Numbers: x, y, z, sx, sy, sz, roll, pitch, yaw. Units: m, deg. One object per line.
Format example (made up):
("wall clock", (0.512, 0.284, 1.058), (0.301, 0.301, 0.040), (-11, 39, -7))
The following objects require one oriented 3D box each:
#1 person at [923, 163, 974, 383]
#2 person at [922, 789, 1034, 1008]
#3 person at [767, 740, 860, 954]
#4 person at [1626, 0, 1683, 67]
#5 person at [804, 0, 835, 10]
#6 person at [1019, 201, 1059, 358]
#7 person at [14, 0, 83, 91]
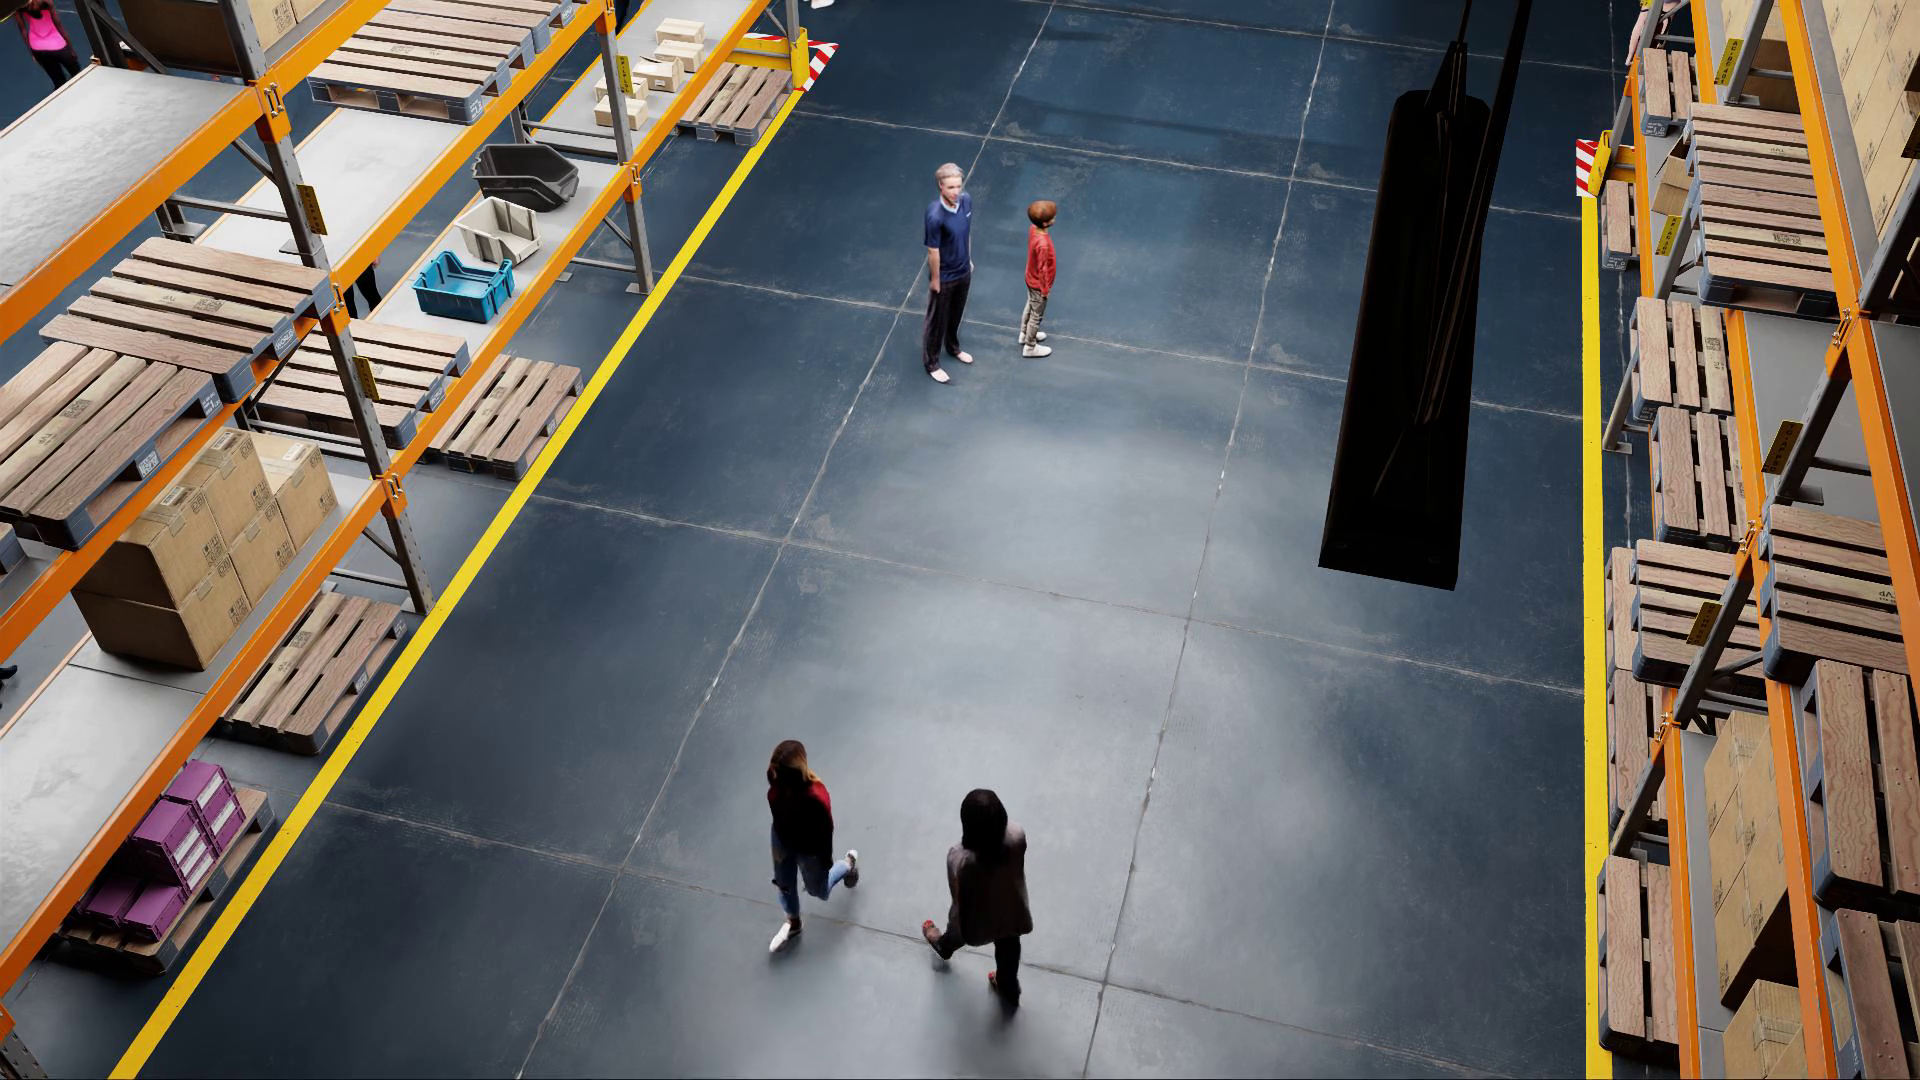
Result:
("person", (-0.098, -2.142, 13.144), (0.804, 1.870, 0.659), (31, 52, 28))
("person", (0.200, 2.008, 9.001), (0.987, 1.576, 1.022), (-26, 49, -25))
("person", (-0.845, 1.652, 9.345), (0.800, 1.617, 1.025), (27, 50, 25))
("person", (7.151, -5.625, 16.875), (0.679, 1.767, 0.702), (33, 53, 30))
("person", (-1.606, -6.586, 17.982), (0.772, 1.632, 0.713), (-24, 49, -23))
("person", (0.627, -2.121, 13.454), (0.648, 1.413, 0.537), (-7, 44, -7))
("person", (-8.686, -4.634, 15.876), (0.727, 1.710, 0.825), (-7, 44, -7))
